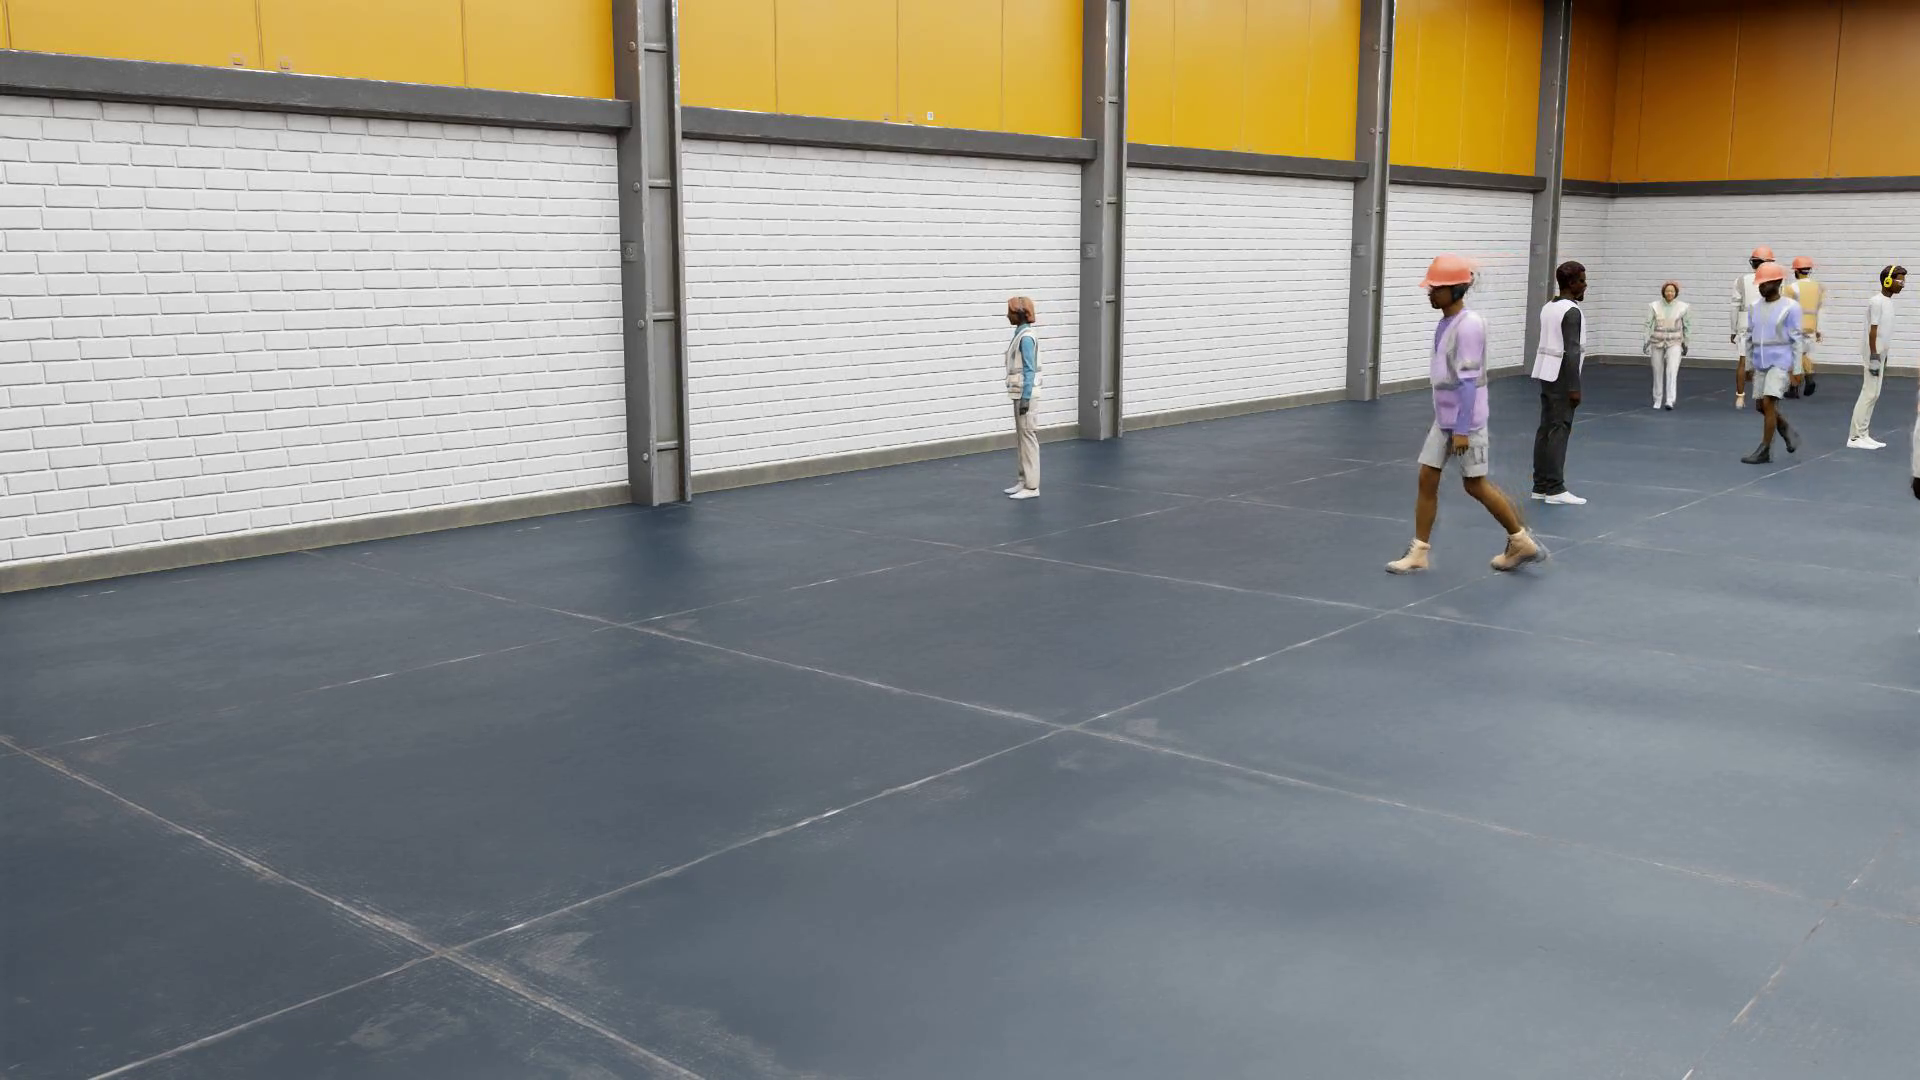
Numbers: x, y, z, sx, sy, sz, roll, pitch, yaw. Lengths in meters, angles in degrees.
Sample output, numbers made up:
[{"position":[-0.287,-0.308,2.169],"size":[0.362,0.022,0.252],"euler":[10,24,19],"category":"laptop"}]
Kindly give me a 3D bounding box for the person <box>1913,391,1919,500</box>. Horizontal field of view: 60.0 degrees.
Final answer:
[{"position":[5.115,-0.378,8.322],"size":[0.585,1.911,0.428],"euler":[2,10,13],"category":"person"}]

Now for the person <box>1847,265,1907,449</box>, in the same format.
[{"position":[9.282,-1.839,16.805],"size":[0.367,1.853,0.490],"euler":[9,14,43],"category":"person"}]

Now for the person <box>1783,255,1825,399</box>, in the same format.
[{"position":[11.255,-2.842,22.282],"size":[0.561,1.923,0.454],"euler":[-1,10,-4],"category":"person"}]

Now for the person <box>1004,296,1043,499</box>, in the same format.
[{"position":[0.511,-1.150,13.475],"size":[0.310,1.636,0.523],"euler":[-1,10,-4],"category":"person"}]

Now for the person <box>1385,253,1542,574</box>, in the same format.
[{"position":[3.155,-0.764,10.270],"size":[0.930,2.008,0.605],"euler":[-1,10,-7],"category":"person"}]

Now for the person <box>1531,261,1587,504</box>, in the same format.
[{"position":[4.774,-1.250,13.245],"size":[0.390,1.920,0.587],"euler":[0,10,-2],"category":"person"}]

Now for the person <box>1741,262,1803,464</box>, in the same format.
[{"position":[7.733,-1.673,15.713],"size":[0.754,1.904,0.595],"euler":[-5,11,-25],"category":"person"}]

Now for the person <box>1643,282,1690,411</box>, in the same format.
[{"position":[8.794,-2.406,20.733],"size":[0.525,1.601,0.846],"euler":[5,11,28],"category":"person"}]

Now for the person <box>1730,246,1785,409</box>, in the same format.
[{"position":[10.008,-2.656,20.907],"size":[0.609,2.040,0.394],"euler":[7,12,36],"category":"person"}]
